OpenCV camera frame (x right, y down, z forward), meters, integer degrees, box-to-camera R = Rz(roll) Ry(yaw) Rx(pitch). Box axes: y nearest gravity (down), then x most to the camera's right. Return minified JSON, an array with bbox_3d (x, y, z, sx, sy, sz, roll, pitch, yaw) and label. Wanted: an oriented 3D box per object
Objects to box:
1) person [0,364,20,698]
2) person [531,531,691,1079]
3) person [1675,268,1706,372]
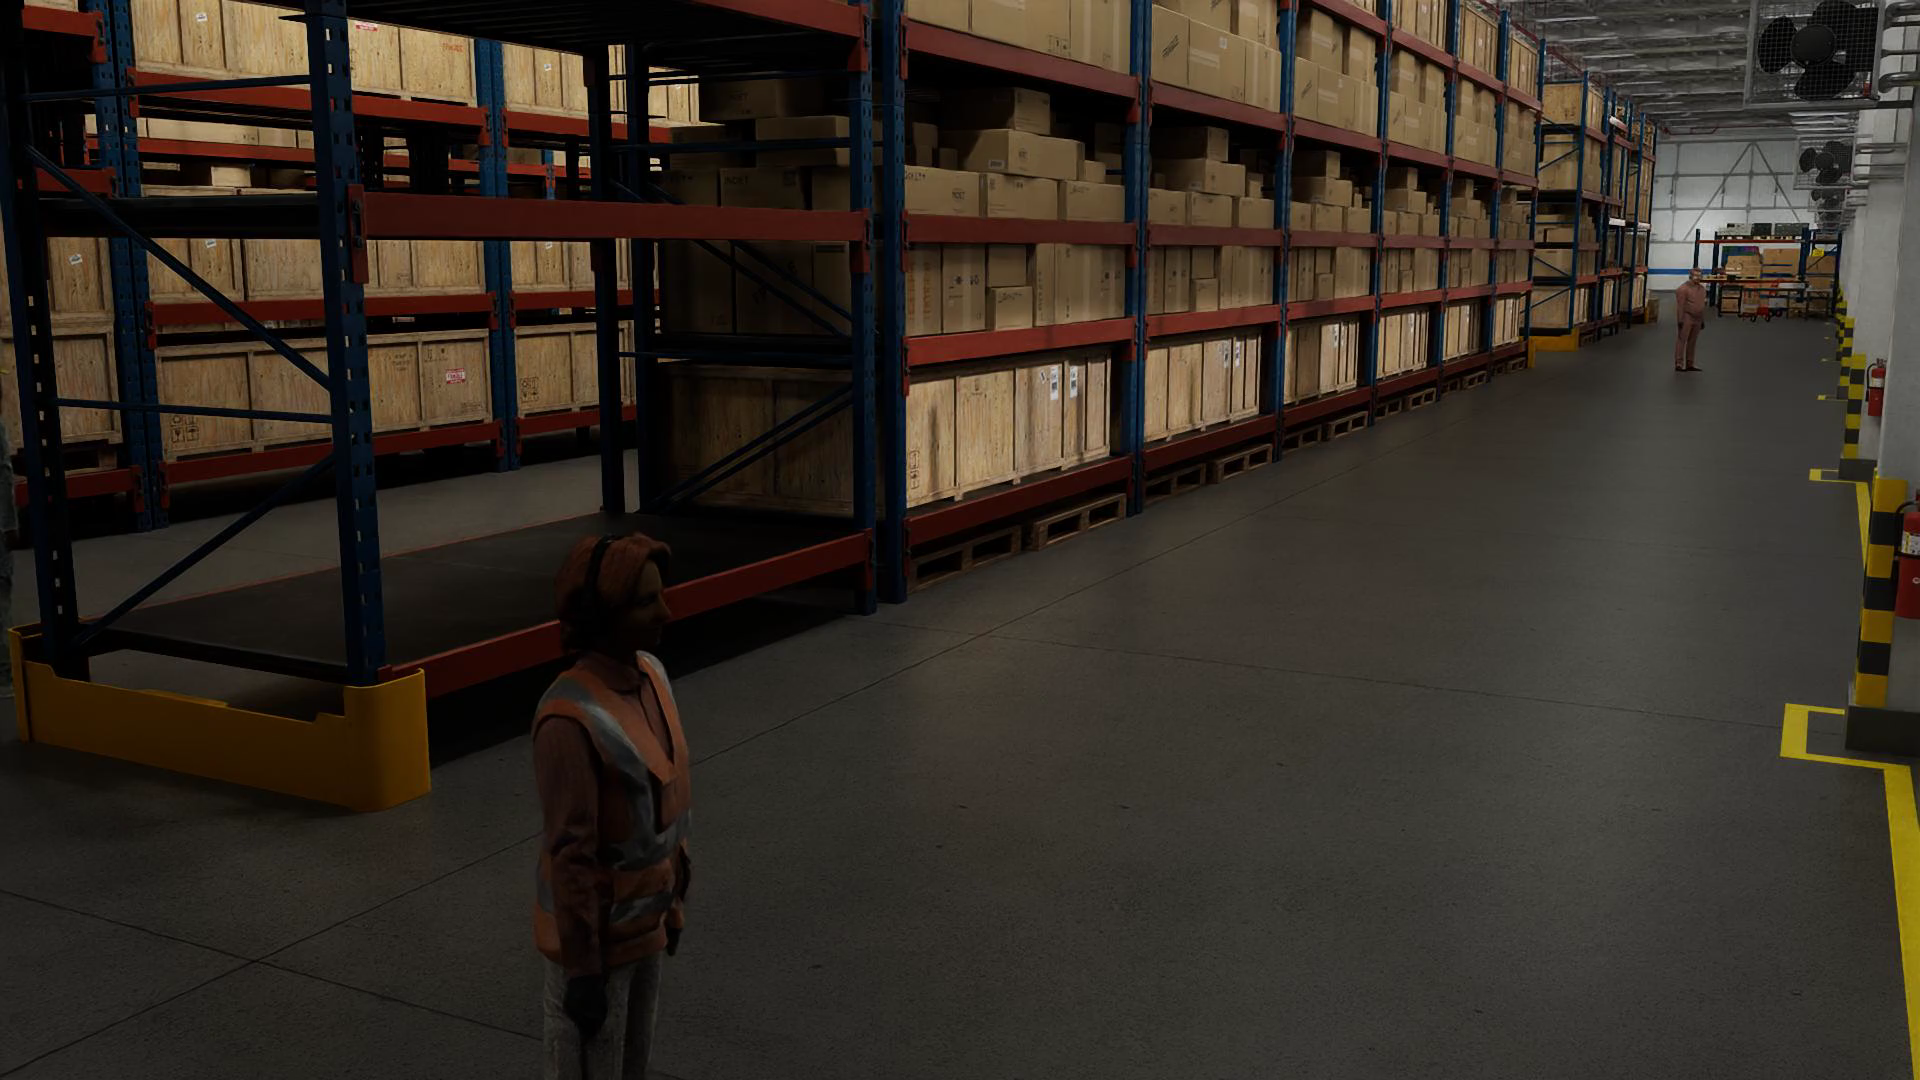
[{"bbox_3d":[-4.801,-0.095,8.195,0.488,1.740,0.319,5,11,27],"label":"person"},{"bbox_3d":[-0.691,0.793,3.339,0.315,1.641,0.515,1,10,8],"label":"person"},{"bbox_3d":[13.464,-4.045,30.604,0.639,1.902,0.406,-4,11,-24],"label":"person"}]
